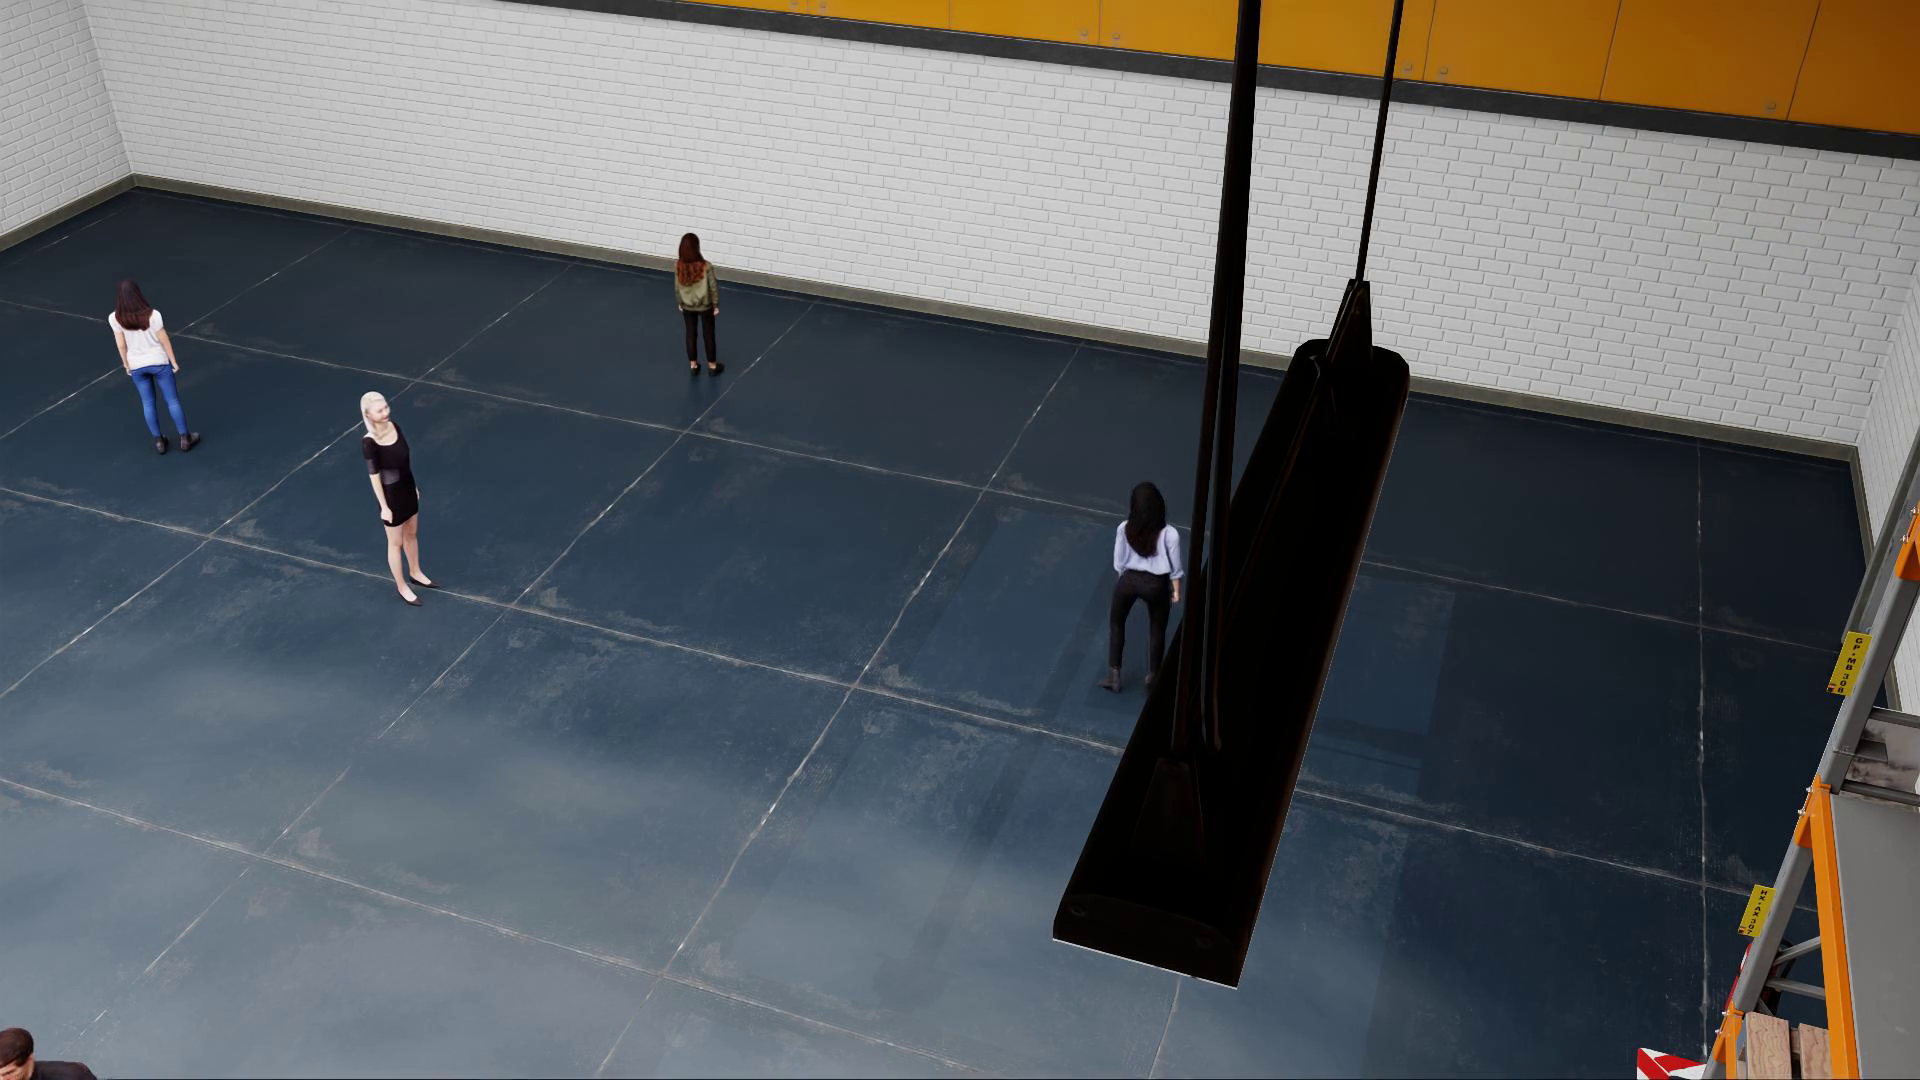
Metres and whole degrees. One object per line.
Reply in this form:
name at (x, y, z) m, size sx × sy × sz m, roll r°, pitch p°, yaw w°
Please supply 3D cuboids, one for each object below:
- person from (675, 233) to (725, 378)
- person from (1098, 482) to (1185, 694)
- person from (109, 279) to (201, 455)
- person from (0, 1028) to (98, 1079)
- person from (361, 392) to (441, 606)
person at (-2.573, -2.308, 16.317) m, size 0.610 × 1.475 × 0.546 m, roll 5°, pitch 34°, yaw 8°
person at (1.356, 0.363, 12.060) m, size 0.725 × 1.738 × 0.662 m, roll 18°, pitch 38°, yaw 25°
person at (-7.299, -1.554, 14.993) m, size 0.684 × 1.684 × 0.687 m, roll -5°, pitch 34°, yaw -7°
person at (-4.287, 2.937, 8.133) m, size 0.940 × 1.798 × 1.168 m, roll 2°, pitch 34°, yaw 3°
person at (-4.421, -0.339, 13.034) m, size 0.650 × 1.830 × 0.437 m, roll 10°, pitch 35°, yaw 14°
